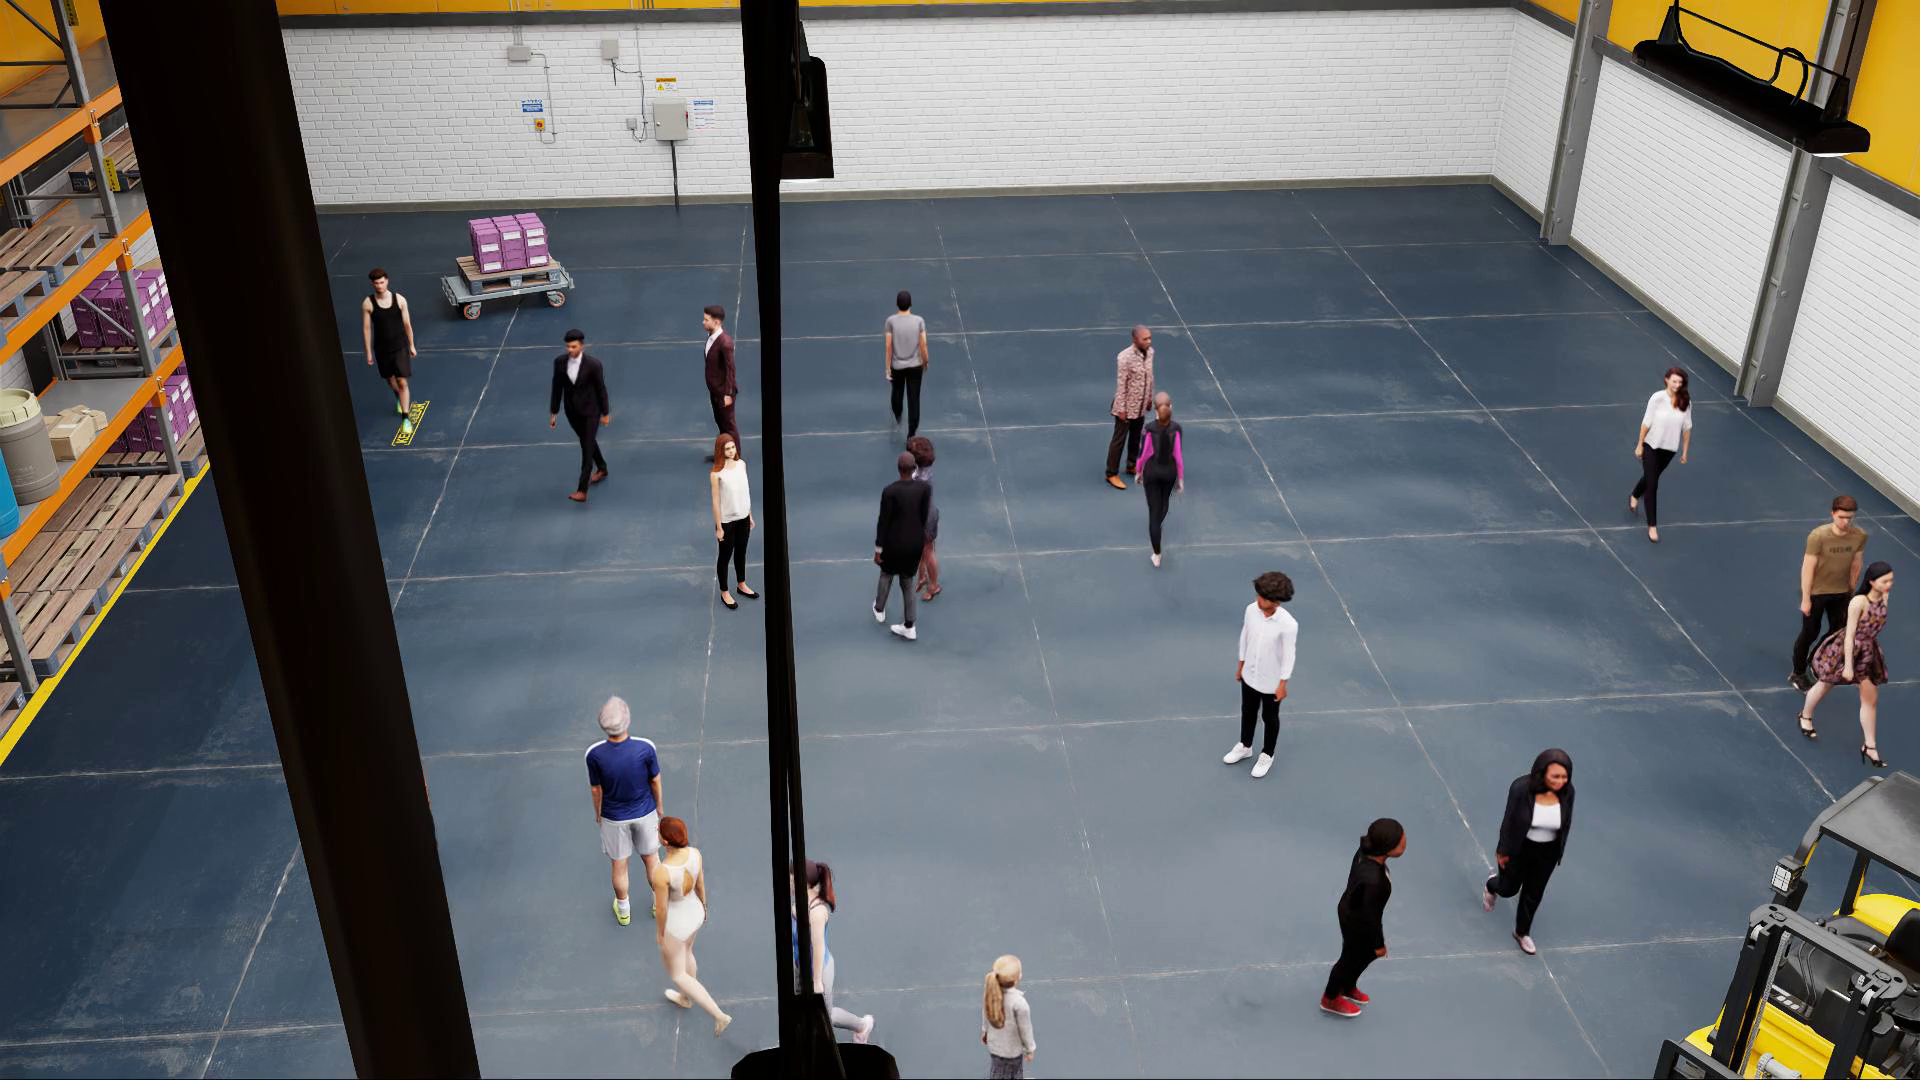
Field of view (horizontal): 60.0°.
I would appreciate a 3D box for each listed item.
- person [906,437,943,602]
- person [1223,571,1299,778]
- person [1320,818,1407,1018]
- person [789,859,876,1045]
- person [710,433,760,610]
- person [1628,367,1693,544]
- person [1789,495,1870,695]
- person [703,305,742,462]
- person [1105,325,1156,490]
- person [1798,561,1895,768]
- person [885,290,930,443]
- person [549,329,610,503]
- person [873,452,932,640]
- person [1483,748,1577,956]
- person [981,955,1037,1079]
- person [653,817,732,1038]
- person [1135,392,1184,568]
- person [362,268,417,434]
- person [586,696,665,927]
[{"bbox_3d":[-0.259,-0.178,15.474,0.710,1.686,0.512,0,29,-1],"label":"person"},{"bbox_3d":[2.408,1.031,13.132,0.770,1.807,0.693,-26,38,-38],"label":"person"},{"bbox_3d":[2.492,2.442,10.704,0.756,1.655,0.639,4,29,8],"label":"person"},{"bbox_3d":[-0.874,2.644,10.397,0.813,1.594,0.950,-12,31,-20],"label":"person"},{"bbox_3d":[-2.131,-0.201,15.478,0.693,1.722,0.641,24,36,36],"label":"person"},{"bbox_3d":[7.021,-0.929,16.785,0.641,1.749,1.110,-1,29,-1],"label":"person"},{"bbox_3d":[7.351,0.421,14.218,0.707,1.838,0.713,-3,29,-6],"label":"person"},{"bbox_3d":[-2.577,-1.661,18.007,0.815,1.864,0.657,-13,31,-22],"label":"person"},{"bbox_3d":[1.816,-1.450,17.690,0.777,1.797,0.795,-22,35,-34],"label":"person"},{"bbox_3d":[7.108,0.918,13.412,0.867,1.737,1.138,-13,31,-22],"label":"person"},{"bbox_3d":[-0.598,-1.895,18.598,0.694,1.710,1.144,0,29,0],"label":"person"},{"bbox_3d":[-3.926,-1.377,17.525,1.052,1.827,1.295,10,30,18],"label":"person"},{"bbox_3d":[-0.461,0.097,14.929,0.946,1.726,1.053,-18,33,-29],"label":"person"},{"bbox_3d":[3.892,2.068,11.445,0.637,1.602,0.797,-2,29,-4],"label":"person"},{"bbox_3d":[0.245,3.046,10.011,0.874,1.258,0.867,-23,36,-36],"label":"person"},{"bbox_3d":[-1.723,2.486,10.655,0.931,1.625,0.918,18,33,29],"label":"person"},{"bbox_3d":[1.947,-0.560,16.155,0.595,1.705,1.099,-2,29,-4],"label":"person"},{"bbox_3d":[-6.512,-2.216,19.039,0.863,1.851,1.250,-8,30,-14],"label":"person"},{"bbox_3d":[-2.301,1.878,11.545,0.667,1.840,0.606,-7,29,-12],"label":"person"}]
